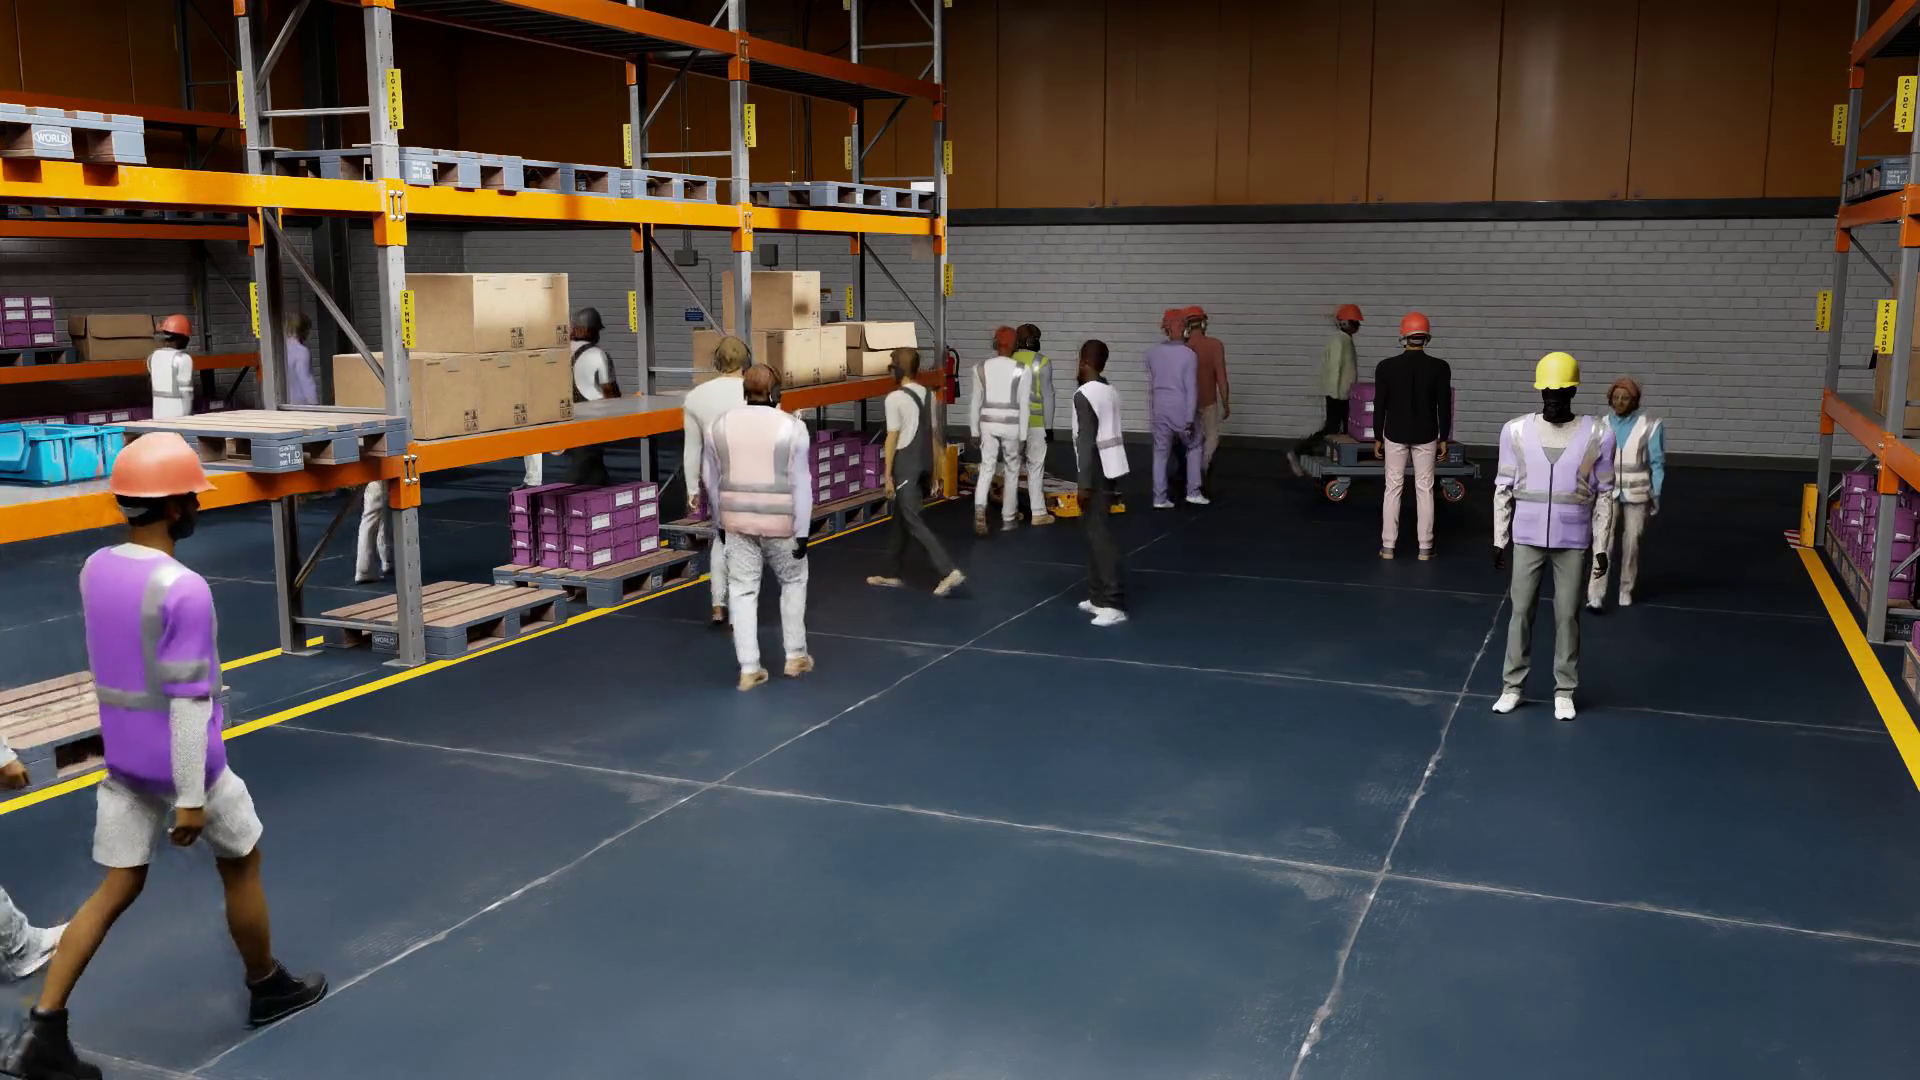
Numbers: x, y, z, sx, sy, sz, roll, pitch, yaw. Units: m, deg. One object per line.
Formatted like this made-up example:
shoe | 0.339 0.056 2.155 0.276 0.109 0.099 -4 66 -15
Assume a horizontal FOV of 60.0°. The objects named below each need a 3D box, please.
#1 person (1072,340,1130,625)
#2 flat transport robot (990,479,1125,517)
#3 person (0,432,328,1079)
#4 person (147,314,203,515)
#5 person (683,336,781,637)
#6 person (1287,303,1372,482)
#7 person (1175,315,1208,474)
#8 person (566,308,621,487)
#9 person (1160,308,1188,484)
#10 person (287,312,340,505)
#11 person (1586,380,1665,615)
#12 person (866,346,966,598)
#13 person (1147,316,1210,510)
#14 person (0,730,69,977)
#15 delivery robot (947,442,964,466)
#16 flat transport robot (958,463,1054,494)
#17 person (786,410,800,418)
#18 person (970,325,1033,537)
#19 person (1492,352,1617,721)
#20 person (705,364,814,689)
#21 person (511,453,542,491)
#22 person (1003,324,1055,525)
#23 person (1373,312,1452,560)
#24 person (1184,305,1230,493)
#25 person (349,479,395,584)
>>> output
person | 0.953 -0.393 11.170 0.425 1.876 0.726 4 10 21
flat transport robot | 0.933 -0.425 16.166 0.652 0.197 1.431 -5 11 -29
person | -2.371 0.632 4.870 0.546 1.905 0.977 5 11 27
person | -7.350 -1.147 15.594 0.570 1.914 0.479 3 10 18
person | -1.428 -0.340 10.691 0.634 1.919 0.527 2 10 14
person | 4.088 -1.615 18.282 0.857 1.968 0.631 5 11 28
person | 2.591 -1.632 18.727 0.372 1.840 0.570 5 11 30
person | -3.388 -1.175 15.361 0.694 2.000 1.075 7 12 37
person | 2.372 -1.548 18.027 0.484 1.904 0.581 5 10 26
person | -6.475 -1.304 16.544 0.824 1.907 0.645 -8 13 -42
person | 4.512 -0.289 11.344 0.524 1.588 0.857 5 11 28
person | -0.326 -0.491 11.975 0.950 1.813 0.527 6 11 34
person | 2.163 -1.237 16.222 0.635 1.868 0.780 9 13 42
person | -3.189 0.677 5.174 0.503 1.701 0.904 6 11 34
delivery robot | -0.324 -0.966 18.301 0.707 0.478 0.477 2 10 12
flat transport robot | 0.482 -0.653 17.550 0.652 0.197 1.431 -3 10 -16
person | -1.823 -1.464 18.397 0.552 1.619 0.528 -4 10 -22
person | 0.333 -0.956 14.624 0.588 1.857 0.895 3 10 20
person | 3.082 -0.016 8.680 0.593 1.924 0.384 5 10 26
person | -1.101 -0.091 9.477 0.630 1.821 0.700 2 10 10
person | -4.515 -1.385 17.259 0.403 1.835 0.588 -3 10 -18
person | 0.607 -1.059 15.277 0.624 1.841 0.430 7 11 35
person | 3.637 -0.830 13.402 0.615 1.997 0.373 3 10 17
person | 2.448 -1.426 17.123 0.671 1.963 0.585 4 10 25
person | -4.341 -0.500 12.535 0.512 1.614 0.733 6 11 33
